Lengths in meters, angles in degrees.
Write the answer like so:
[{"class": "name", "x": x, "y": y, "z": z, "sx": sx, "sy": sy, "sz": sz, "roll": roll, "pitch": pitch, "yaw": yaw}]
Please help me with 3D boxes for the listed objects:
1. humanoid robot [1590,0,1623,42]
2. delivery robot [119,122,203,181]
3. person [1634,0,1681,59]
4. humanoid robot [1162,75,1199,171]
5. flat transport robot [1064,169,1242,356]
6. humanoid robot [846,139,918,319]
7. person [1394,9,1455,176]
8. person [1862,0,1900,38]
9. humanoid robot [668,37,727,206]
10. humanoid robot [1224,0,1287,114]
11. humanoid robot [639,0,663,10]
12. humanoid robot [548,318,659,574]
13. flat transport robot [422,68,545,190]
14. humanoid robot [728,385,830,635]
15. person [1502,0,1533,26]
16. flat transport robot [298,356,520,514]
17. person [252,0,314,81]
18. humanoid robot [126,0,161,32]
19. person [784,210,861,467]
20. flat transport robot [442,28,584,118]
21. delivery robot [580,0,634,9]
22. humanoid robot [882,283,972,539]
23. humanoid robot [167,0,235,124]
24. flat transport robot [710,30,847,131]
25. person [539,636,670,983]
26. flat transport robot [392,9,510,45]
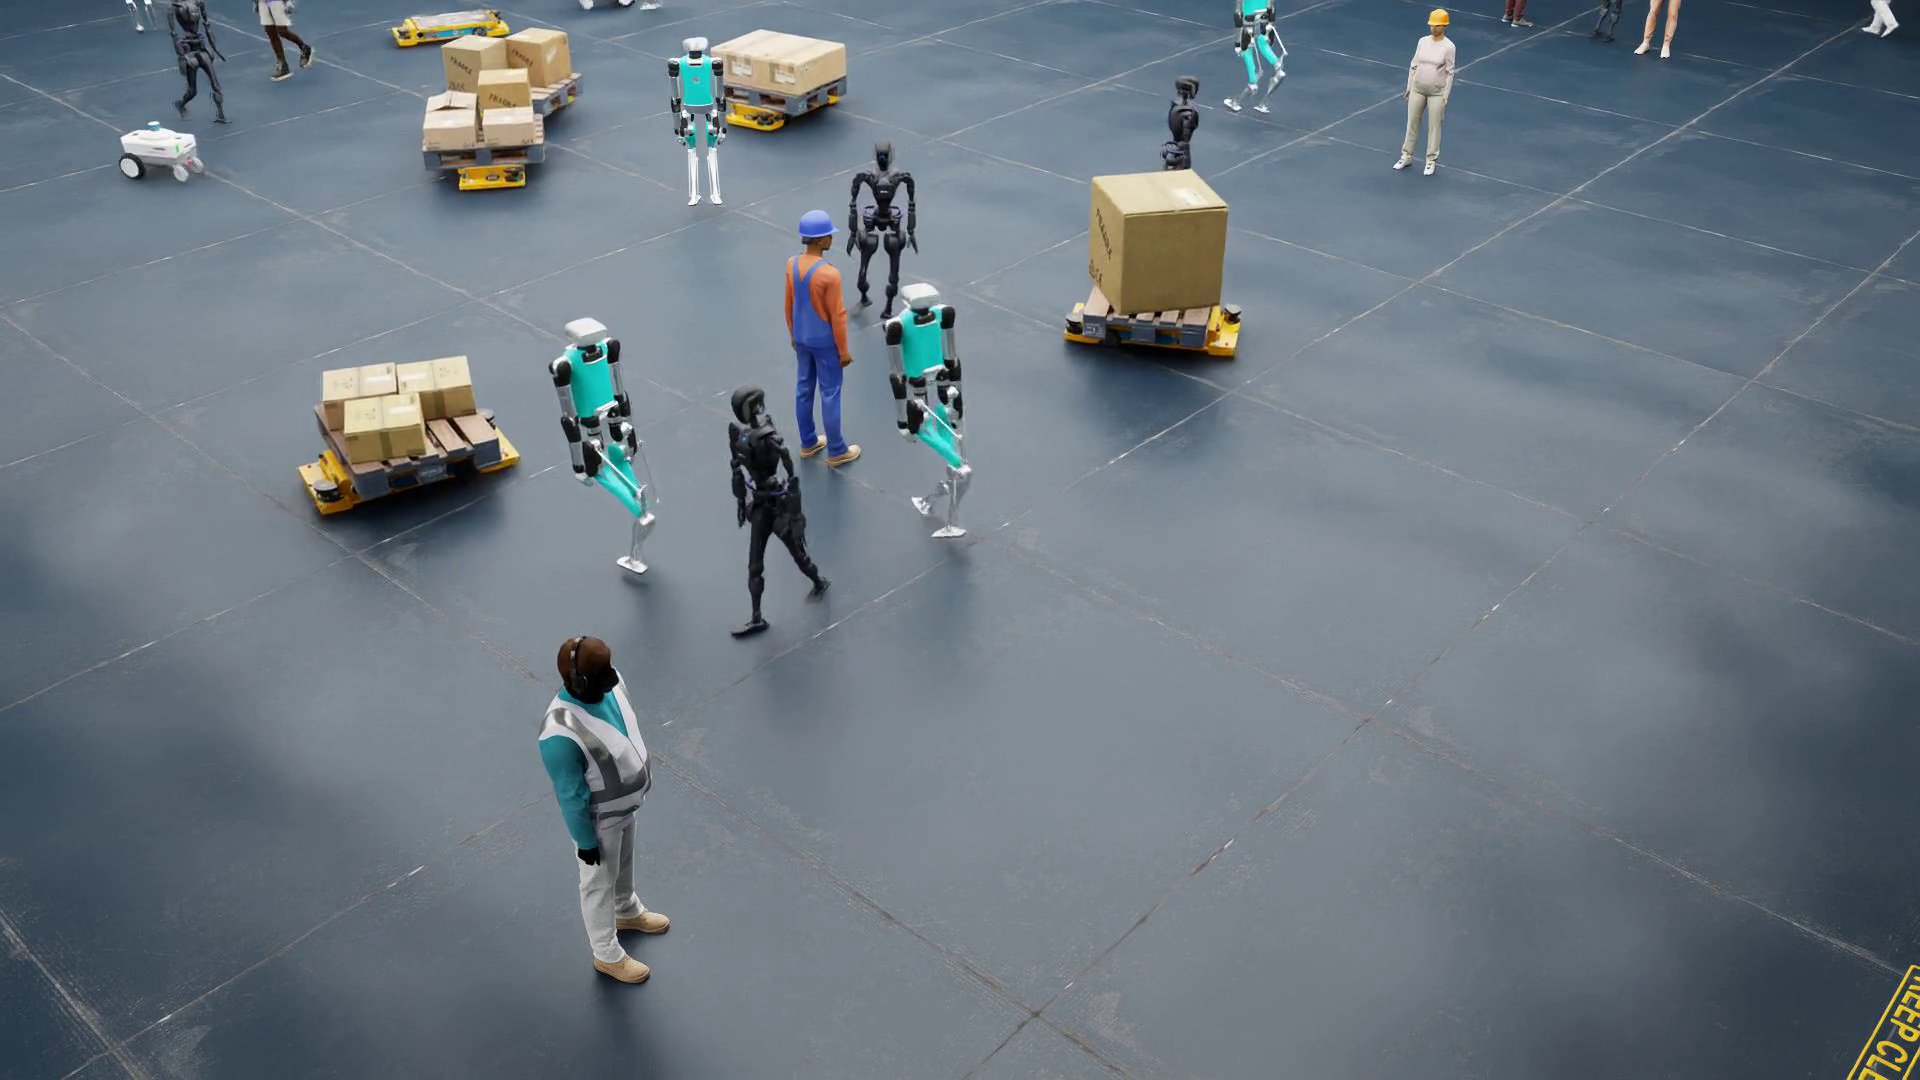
[{"class": "humanoid robot", "x": 8.575, "y": -7.348, "z": 21.643, "sx": 0.340, "sy": 1.648, "sz": 0.608, "roll": -23, "pitch": 38, "yaw": -32}, {"class": "delivery robot", "x": -8.412, "y": -4.093, "z": 17.465, "sx": 0.765, "sy": 0.585, "sz": 0.499, "roll": 7, "pitch": 33, "yaw": 11}, {"class": "person", "x": 8.976, "y": -7.063, "z": 21.009, "sx": 0.508, "sy": 1.871, "sz": 0.351, "roll": 18, "pitch": 36, "yaw": 27}, {"class": "humanoid robot", "x": 2.066, "y": -3.494, "z": 15.438, "sx": 0.351, "sy": 1.647, "sz": 0.615, "roll": -1, "pitch": 32, "yaw": -2}, {"class": "flat transport robot", "x": 1.638, "y": -1.827, "z": 14.096, "sx": 1.431, "sy": 0.231, "sz": 0.659, "roll": 7, "pitch": 33, "yaw": 11}, {"class": "humanoid robot", "x": -0.666, "y": -2.615, "z": 14.038, "sx": 0.611, "sy": 1.644, "sz": 0.457, "roll": -3, "pitch": 32, "yaw": -5}, {"class": "person", "x": 4.882, "y": -4.668, "z": 17.316, "sx": 0.466, "sy": 1.697, "sz": 0.316, "roll": 20, "pitch": 37, "yaw": 29}, {"class": "person", "x": 12.244, "y": -7.409, "z": 21.795, "sx": 0.522, "sy": 1.621, "sz": 0.524, "roll": -19, "pitch": 37, "yaw": -28}, {"class": "humanoid robot", "x": -2.541, "y": -4.142, "z": 16.303, "sx": 0.533, "sy": 1.681, "sz": 0.735, "roll": -3, "pitch": 32, "yaw": -5}, {"class": "humanoid robot", "x": 3.414, "y": -5.628, "z": 18.841, "sx": 0.541, "sy": 1.768, "sz": 0.912, "roll": -14, "pitch": 35, "yaw": -22}, {"class": "humanoid robot", "x": -4.326, "y": -8.207, "z": 22.964, "sx": 0.702, "sy": 1.763, "sz": 0.544, "roll": 16, "pitch": 35, "yaw": 24}, {"class": "humanoid robot", "x": -2.125, "y": -0.475, "z": 10.589, "sx": 0.778, "sy": 1.854, "sz": 0.539, "roll": 20, "pitch": 37, "yaw": 29}, {"class": "flat transport robot", "x": -5.009, "y": -4.043, "z": 17.664, "sx": 0.659, "sy": 0.231, "sz": 1.431, "roll": -6, "pitch": 32, "yaw": -10}, {"class": "humanoid robot", "x": -1.136, "y": -0.209, "z": 10.220, "sx": 0.619, "sy": 1.629, "sz": 0.788, "roll": 25, "pitch": 40, "yaw": 34}, {"class": "person", "x": 7.624, "y": -7.840, "z": 22.323, "sx": 0.380, "sy": 1.805, "sz": 0.552, "roll": -7, "pitch": 33, "yaw": -12}, {"class": "flat transport robot", "x": -4.007, "y": -0.585, "z": 12.096, "sx": 1.431, "sy": 0.231, "sz": 0.659, "roll": -18, "pitch": 36, "yaw": -27}, {"class": "person", "x": -8.341, "y": -6.604, "z": 20.214, "sx": 0.655, "sy": 1.939, "sz": 0.586, "roll": 12, "pitch": 34, "yaw": 19}, {"class": "humanoid robot", "x": -10.956, "y": -7.516, "z": 21.918, "sx": 0.539, "sy": 1.857, "sz": 0.657, "roll": -17, "pitch": 36, "yaw": -26}, {"class": "person", "x": -1.014, "y": -1.437, "z": 11.916, "sx": 0.521, "sy": 1.907, "sz": 0.371, "roll": 22, "pitch": 38, "yaw": 31}, {"class": "flat transport robot", "x": -5.075, "y": -4.976, "z": 19.166, "sx": 0.659, "sy": 0.231, "sz": 1.431, "roll": 8, "pitch": 33, "yaw": 13}, {"class": "delivery robot", "x": -4.993, "y": -7.823, "z": 23.467, "sx": 0.754, "sy": 0.581, "sz": 0.499, "roll": -11, "pitch": 33, "yaw": -17}, {"class": "humanoid robot", "x": -0.068, "y": -0.757, "z": 11.048, "sx": 0.530, "sy": 1.767, "sz": 0.992, "roll": -20, "pitch": 37, "yaw": -29}, {"class": "humanoid robot", "x": -8.659, "y": -5.529, "z": 18.747, "sx": 0.682, "sy": 1.635, "sz": 0.597, "roll": 14, "pitch": 34, "yaw": 21}, {"class": "flat transport robot", "x": -2.060, "y": -5.057, "z": 19.298, "sx": 0.659, "sy": 0.231, "sz": 1.431, "roll": 18, "pitch": 36, "yaw": 26}, {"class": "person", "x": -1.630, "y": 1.222, "z": 7.694, "sx": 0.429, "sy": 1.846, "sz": 0.624, "roll": 5, "pitch": 32, "yaw": 9}, {"class": "flat transport robot", "x": -6.779, "y": -6.819, "z": 22.134, "sx": 1.431, "sy": 0.231, "sz": 0.659, "roll": -13, "pitch": 34, "yaw": -20}]
